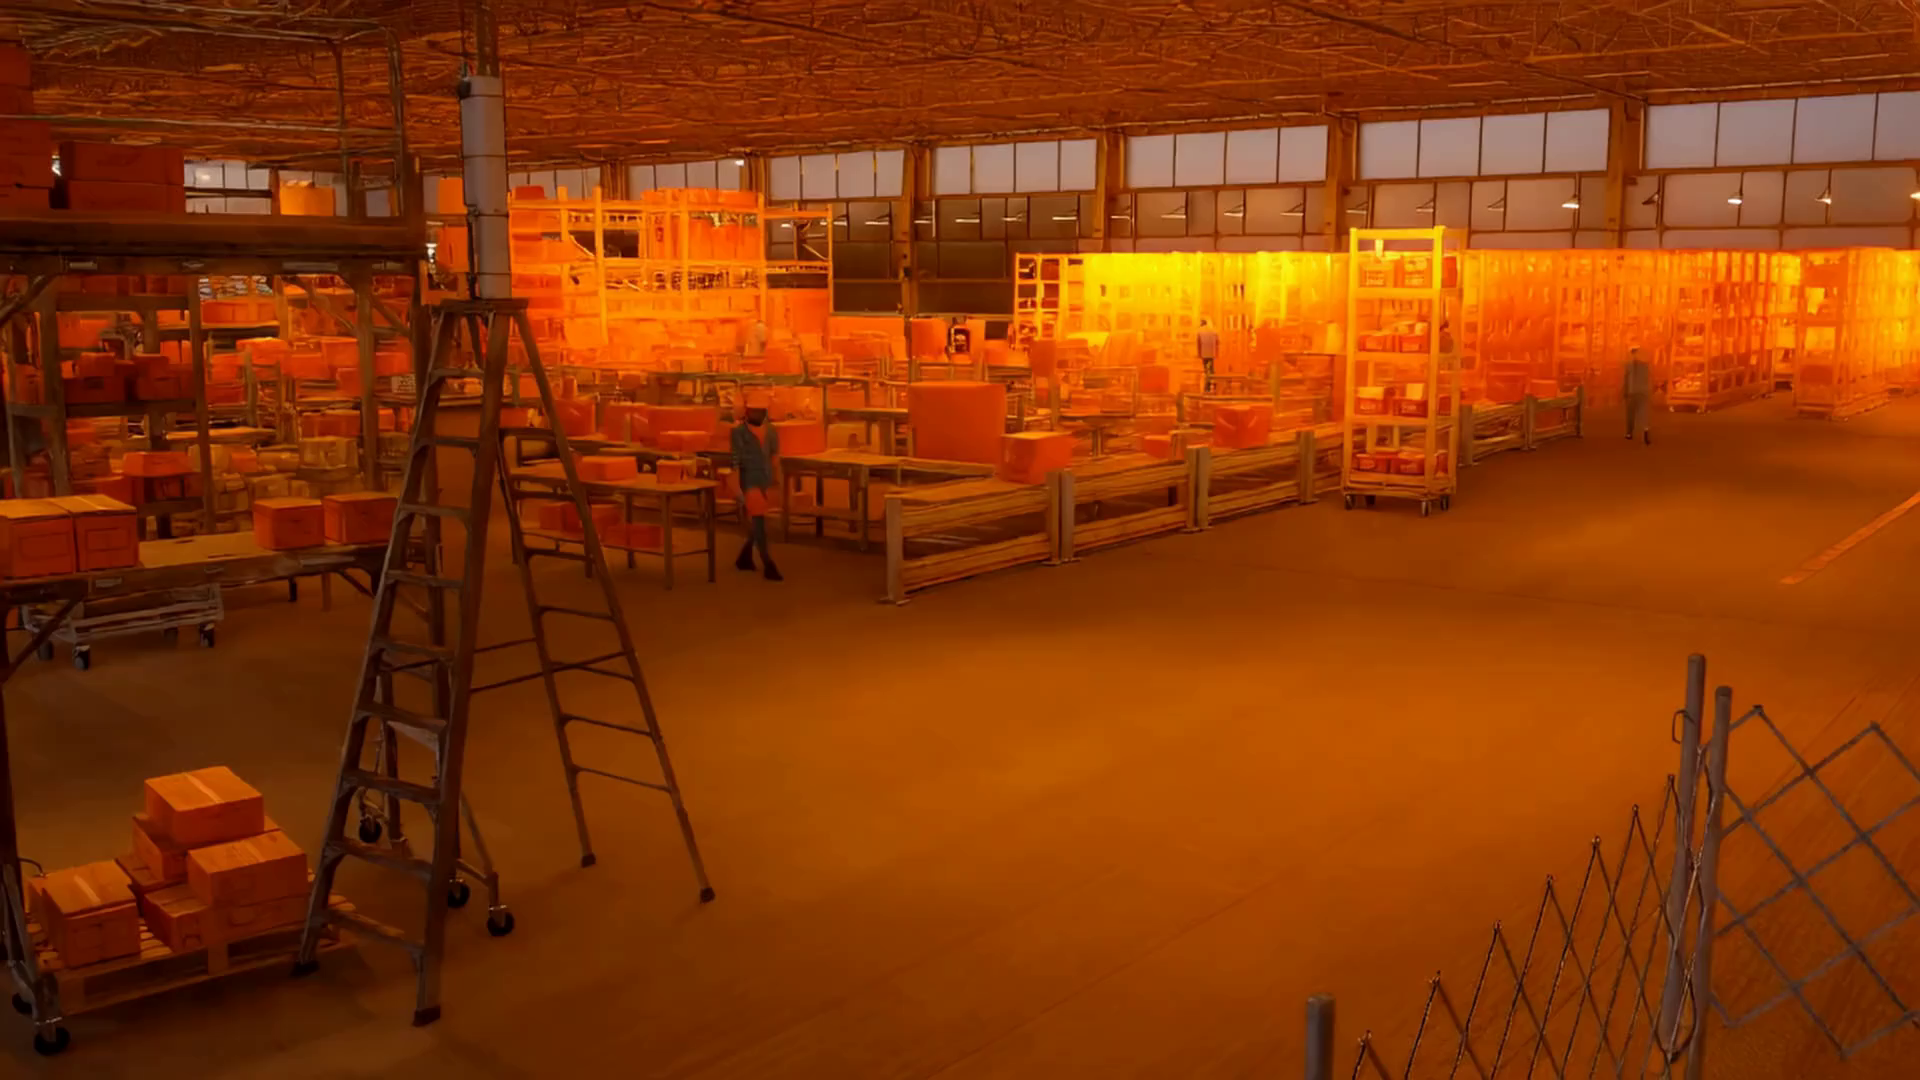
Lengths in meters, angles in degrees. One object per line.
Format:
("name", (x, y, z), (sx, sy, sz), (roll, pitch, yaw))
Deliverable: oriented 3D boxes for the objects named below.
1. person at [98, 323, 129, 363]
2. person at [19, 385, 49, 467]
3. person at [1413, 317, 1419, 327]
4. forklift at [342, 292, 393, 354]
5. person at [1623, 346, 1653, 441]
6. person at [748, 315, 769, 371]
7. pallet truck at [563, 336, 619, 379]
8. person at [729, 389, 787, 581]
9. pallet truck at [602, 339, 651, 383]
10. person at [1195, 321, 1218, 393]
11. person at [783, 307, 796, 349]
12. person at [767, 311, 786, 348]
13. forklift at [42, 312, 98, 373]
("person", (-17.678, -3.524, 34.729), (0.526, 2.013, 0.649), (7, 12, 38))
("person", (-11.751, -1.170, 21.251), (0.520, 1.604, 0.699), (5, 10, 27))
("person", (12.924, -5.576, 47.435), (0.397, 2.044, 0.609), (2, 9, 9))
("forklift", (-16.485, -5.622, 45.120), (1.129, 2.768, 1.873), (7, 11, 37))
("person", (12.209, -2.622, 29.927), (0.532, 1.738, 0.666), (1, 9, 6))
("person", (-5.999, -5.774, 49.372), (0.594, 1.815, 0.431), (-8, 12, -42))
("pallet truck", (-10.690, -5.294, 48.215), (1.601, 1.201, 0.680), (-5, 10, -26))
("person", (-2.042, -0.563, 16.714), (0.566, 1.905, 0.916), (-9, 13, -44))
("pallet truck", (-8.991, -4.871, 45.351), (0.653, 1.274, 1.630), (7, 11, 37))
("person", (6.224, -4.586, 41.886), (0.575, 1.839, 0.374), (-2, 9, -10))
("person", (-6.675, -8.171, 64.623), (0.536, 1.719, 0.895), (7, 11, 37))
("person", (-6.006, -6.598, 54.458), (0.649, 1.849, 0.986), (-1, 9, -9))
("forklift", (-23.779, -5.451, 44.052), (1.873, 2.768, 1.129), (7, 11, 36))
